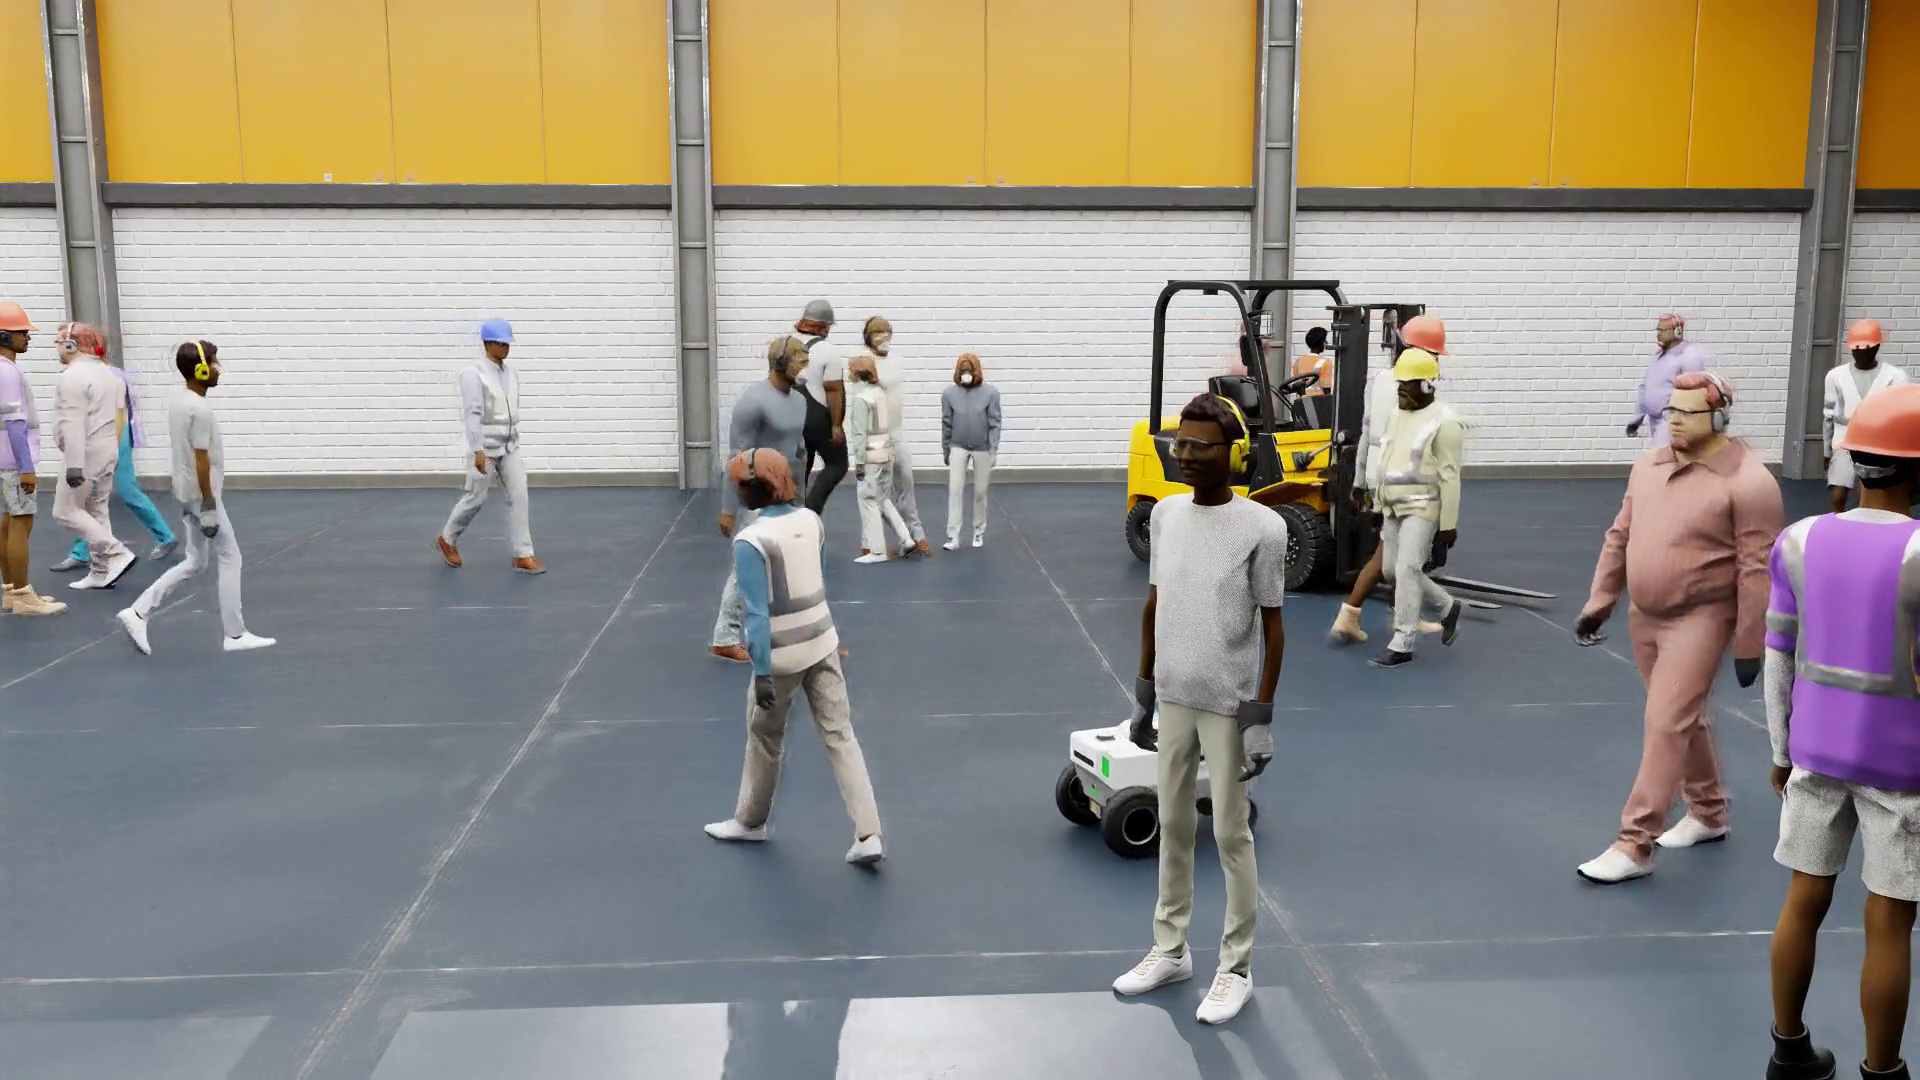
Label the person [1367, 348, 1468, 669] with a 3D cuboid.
[{"bbox_3d":[2.645,-0.188,9.470,0.696,1.809,0.610,-3,10,-19],"label":"person"}]

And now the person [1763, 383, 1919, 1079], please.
[{"bbox_3d":[2.372,0.563,4.339,0.361,1.939,0.542,-6,11,-31],"label":"person"}]

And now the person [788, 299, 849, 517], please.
[{"bbox_3d":[-1.225,-1.016,13.940,0.774,2.000,0.537,7,12,39],"label":"person"}]

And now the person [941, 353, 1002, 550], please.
[{"bbox_3d":[0.091,-0.705,13.426,0.510,1.594,0.683,1,9,9],"label":"person"}]

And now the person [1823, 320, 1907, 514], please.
[{"bbox_3d":[6.572,-0.652,12.139,0.553,1.883,0.930,6,11,32],"label":"person"}]

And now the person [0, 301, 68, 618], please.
[{"bbox_3d":[-6.118,-0.518,10.803,0.374,2.044,0.607,-8,12,-40],"label":"person"}]

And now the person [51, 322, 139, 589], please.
[{"bbox_3d":[-6.074,-0.569,11.591,0.456,1.890,0.670,-1,9,-7],"label":"person"}]

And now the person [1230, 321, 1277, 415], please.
[{"bbox_3d":[2.362,-0.948,14.051,0.618,1.878,0.653,2,9,12],"label":"person"}]

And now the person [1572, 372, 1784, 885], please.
[{"bbox_3d":[2.643,0.306,6.200,0.867,1.865,0.644,-3,10,-18],"label":"person"}]

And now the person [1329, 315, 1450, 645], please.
[{"bbox_3d":[2.565,-0.348,9.984,0.898,2.002,0.650,-3,9,-17],"label":"person"}]

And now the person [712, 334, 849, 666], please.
[{"bbox_3d":[-1.016,-0.198,9.316,0.932,1.878,0.646,3,10,18],"label":"person"}]

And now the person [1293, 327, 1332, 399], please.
[{"bbox_3d":[3.596,-1.320,16.935,0.319,1.694,0.534,-5,10,-28],"label":"person"}]

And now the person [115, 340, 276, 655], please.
[{"bbox_3d":[-4.480,-0.233,9.634,0.784,1.853,0.507,-8,12,-43],"label":"person"}]

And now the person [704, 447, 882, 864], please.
[{"bbox_3d":[-0.613,0.438,6.238,0.836,1.587,0.577,6,11,34],"label":"person"}]

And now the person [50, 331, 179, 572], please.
[{"bbox_3d":[-6.449,-0.691,12.648,0.588,1.809,0.934,5,11,30],"label":"person"}]

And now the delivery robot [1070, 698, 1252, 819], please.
[{"bbox_3d":[0.806,0.851,6.555,0.707,0.478,0.477,-3,10,-21],"label":"delivery robot"}]

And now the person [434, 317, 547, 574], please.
[{"bbox_3d":[-3.532,-0.704,12.406,0.924,1.919,0.617,5,10,29],"label":"person"}]

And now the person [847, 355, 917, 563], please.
[{"bbox_3d":[-0.619,-0.610,12.727,0.475,1.608,0.550,3,9,17],"label":"person"}]

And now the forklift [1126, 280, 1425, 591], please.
[{"bbox_3d":[2.301,-0.860,12.475,1.214,2.155,2.313,-6,11,-35],"label":"forklift"}]

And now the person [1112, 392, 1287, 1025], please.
[{"bbox_3d":[0.721,0.494,4.981,0.513,1.876,0.328,8,12,42],"label":"person"}]

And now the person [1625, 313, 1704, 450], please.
[{"bbox_3d":[6.040,-1.021,14.465,0.844,1.873,0.664,-1,9,-4],"label":"person"}]

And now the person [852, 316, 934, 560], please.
[{"bbox_3d":[-0.537,-0.788,12.943,0.518,1.906,0.712,4,10,26],"label":"person"}]
